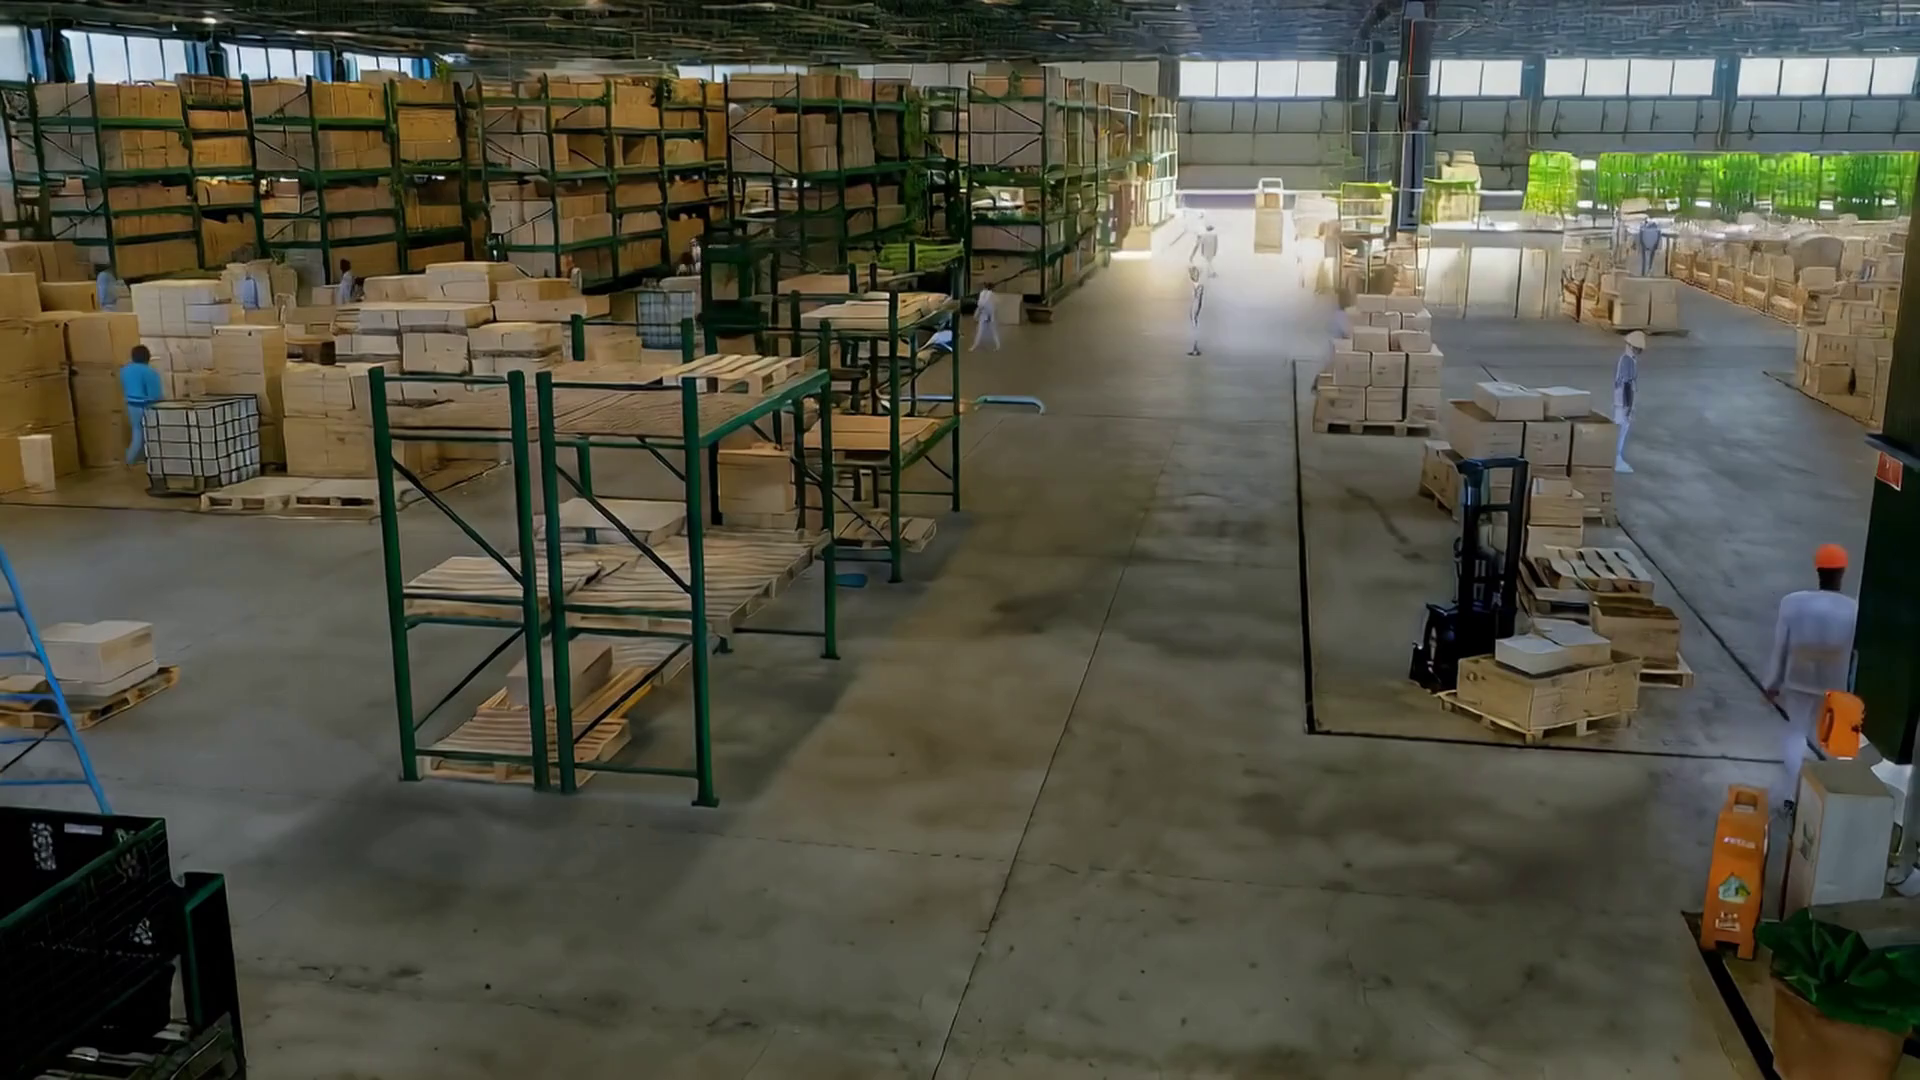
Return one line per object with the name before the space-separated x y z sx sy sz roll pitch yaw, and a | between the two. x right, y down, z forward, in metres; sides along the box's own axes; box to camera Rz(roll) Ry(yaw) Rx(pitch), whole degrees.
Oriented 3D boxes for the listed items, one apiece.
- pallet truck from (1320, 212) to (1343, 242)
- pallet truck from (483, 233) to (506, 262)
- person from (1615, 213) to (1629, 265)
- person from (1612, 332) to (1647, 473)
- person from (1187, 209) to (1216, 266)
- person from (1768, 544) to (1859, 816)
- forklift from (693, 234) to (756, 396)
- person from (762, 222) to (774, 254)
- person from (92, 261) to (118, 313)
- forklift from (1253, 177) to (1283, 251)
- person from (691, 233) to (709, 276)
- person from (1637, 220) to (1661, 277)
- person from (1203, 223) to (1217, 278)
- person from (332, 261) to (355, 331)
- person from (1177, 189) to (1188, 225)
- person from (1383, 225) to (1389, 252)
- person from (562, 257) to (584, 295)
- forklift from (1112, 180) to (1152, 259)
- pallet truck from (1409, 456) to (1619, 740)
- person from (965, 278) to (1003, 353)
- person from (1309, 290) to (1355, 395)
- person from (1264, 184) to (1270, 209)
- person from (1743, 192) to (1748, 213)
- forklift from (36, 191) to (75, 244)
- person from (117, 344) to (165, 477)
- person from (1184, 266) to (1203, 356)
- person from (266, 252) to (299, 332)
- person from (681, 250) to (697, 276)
pallet truck | 15.874 -13.227 70.310 0.680 1.201 1.601 10 17 35
pallet truck | -11.832 -7.026 43.548 1.885 1.965 0.823 8 16 28
person | 23.108 -10.517 58.097 0.403 1.818 0.600 8 16 30
person | 9.171 -1.897 22.866 0.373 1.928 0.543 3 14 12
person | 8.322 -10.420 57.349 1.042 1.992 0.630 4 14 16
person | 5.833 0.980 11.287 0.637 1.887 0.638 7 16 28
forklift | -4.156 -4.023 29.539 1.129 2.768 1.873 3 14 10
person | -7.269 -11.659 63.125 0.493 1.624 0.280 -1 14 -4
person | -18.715 -5.197 36.495 0.460 1.819 0.669 -3 14 -12
forklift | 12.083 -12.747 64.956 1.129 2.768 1.873 3 14 10
person | -6.985 -7.260 44.632 0.543 1.932 0.376 3 14 13
person | 21.603 -9.079 52.175 0.675 1.851 0.999 4 14 14
person | 7.954 -9.181 52.807 0.530 1.752 0.554 -5 15 -20
person | -14.336 -5.695 38.833 0.753 1.660 0.538 -7 16 -27
person | 11.115 -16.621 83.002 0.531 1.744 0.721 4 14 17
person | 14.418 -9.880 55.903 0.279 1.624 0.494 -10 17 -35
person | -9.361 -6.027 40.247 0.524 1.632 0.314 0 14 -2
forklift | 6.082 -11.722 60.796 1.873 2.768 1.129 2 14 9
pallet truck | 4.504 0.400 13.395 0.823 1.965 1.885 -6 15 -23
person | 0.531 -4.745 35.129 0.887 1.587 0.516 -4 14 -17
person | 6.631 -3.433 29.145 0.975 1.917 0.600 5 15 20
person | 16.696 -18.441 90.396 0.342 1.749 0.573 4 14 14
person | 37.693 -15.865 79.765 0.595 1.837 0.404 -6 15 -23
forklift | -27.258 -9.140 50.313 1.129 2.768 1.873 3 14 10
person | -10.977 -1.716 22.355 0.640 1.824 0.592 3 14 11
person | 4.904 -4.772 34.676 0.334 1.865 0.521 0 14 -2
person | -15.264 -5.519 37.548 0.635 1.939 0.361 -3 14 -11
person | -6.365 -5.906 39.271 0.998 1.863 0.623 5 15 21
